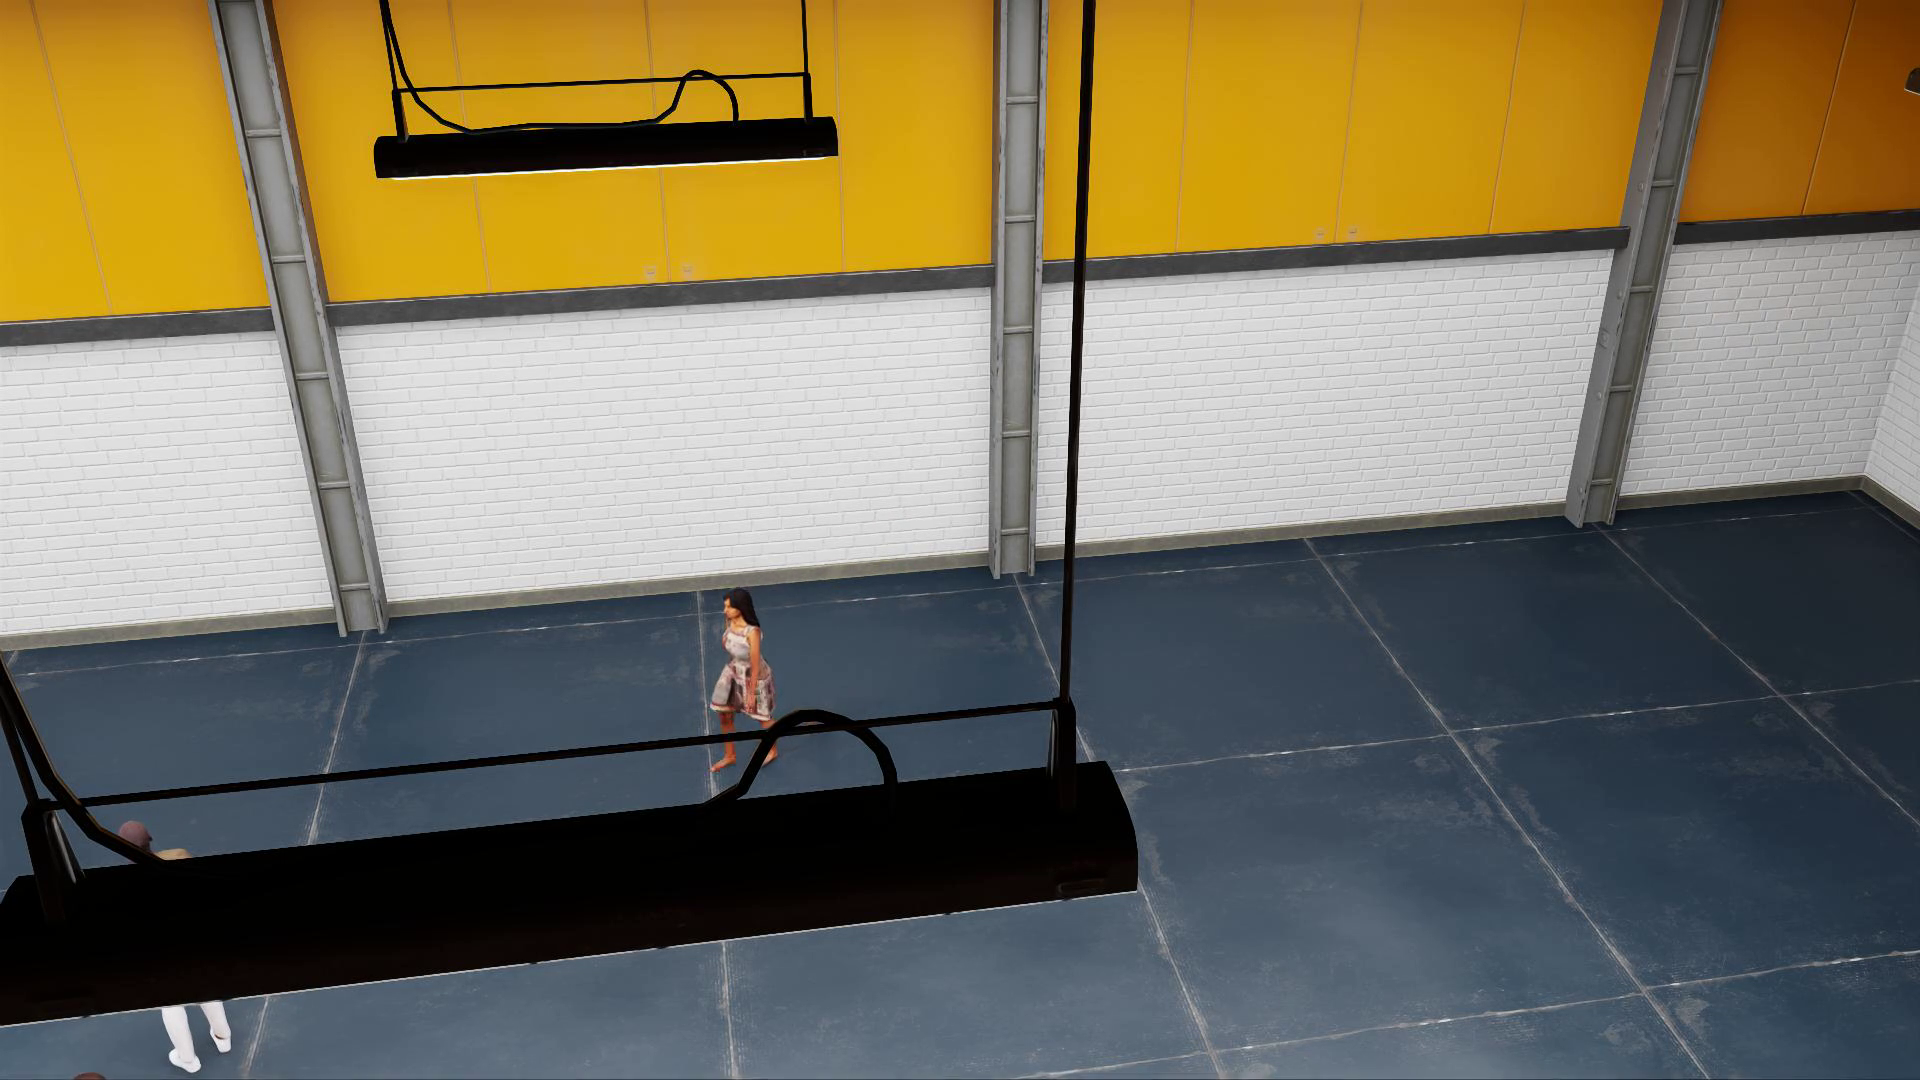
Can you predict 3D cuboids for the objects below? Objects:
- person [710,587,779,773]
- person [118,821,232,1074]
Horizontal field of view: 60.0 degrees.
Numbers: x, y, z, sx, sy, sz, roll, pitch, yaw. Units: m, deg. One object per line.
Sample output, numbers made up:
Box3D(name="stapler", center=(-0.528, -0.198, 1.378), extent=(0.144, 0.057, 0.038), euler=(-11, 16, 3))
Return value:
Box3D(name="person", center=(-1.572, 1.056, 12.924), extent=(0.860, 1.626, 0.931), euler=(23, 36, 36))
Box3D(name="person", center=(-4.822, 2.466, 10.132), extent=(0.854, 1.825, 0.757), euler=(23, 36, 35))
